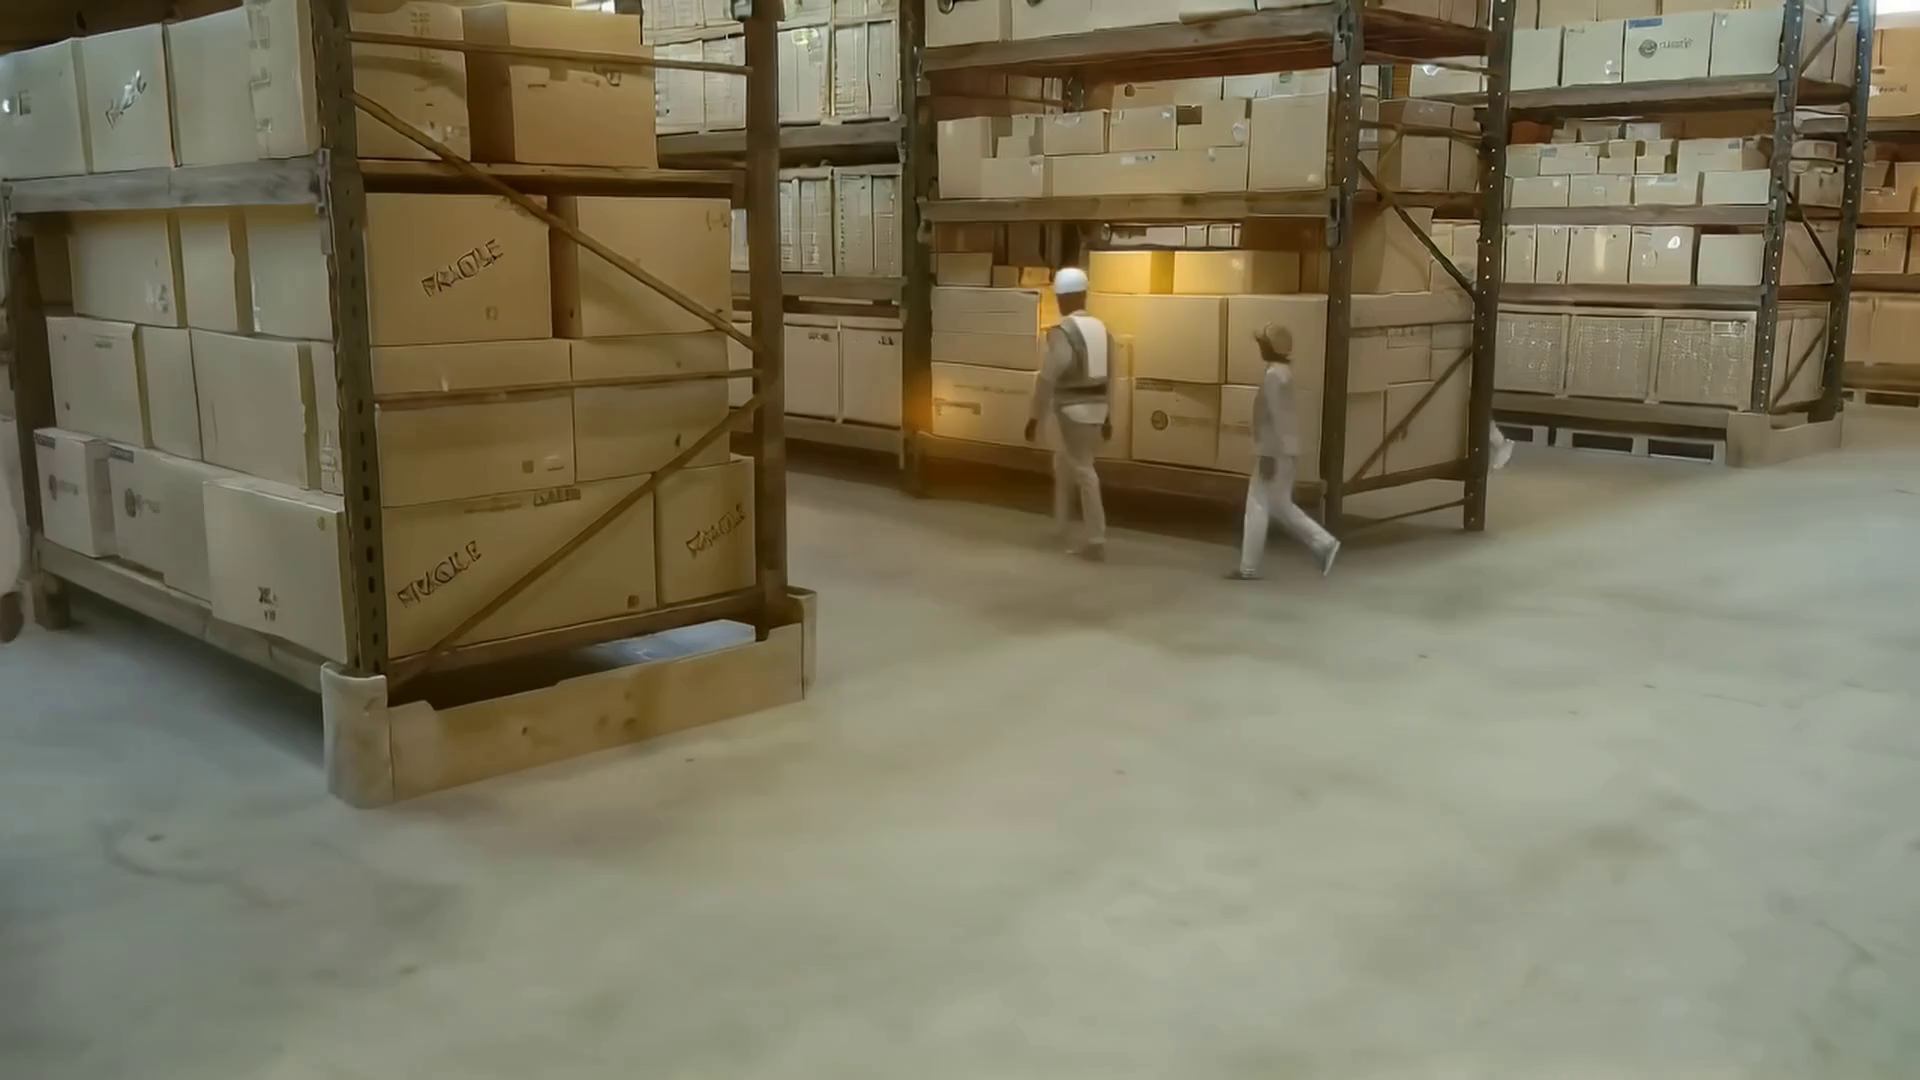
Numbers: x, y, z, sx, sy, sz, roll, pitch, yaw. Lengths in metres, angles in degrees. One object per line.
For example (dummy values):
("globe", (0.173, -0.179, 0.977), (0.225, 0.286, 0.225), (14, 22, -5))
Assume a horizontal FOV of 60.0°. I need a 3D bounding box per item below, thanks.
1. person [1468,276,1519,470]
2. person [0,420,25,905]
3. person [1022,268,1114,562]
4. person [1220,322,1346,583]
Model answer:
("person", (4.633, -1.497, 14.988), (0.811, 1.801, 0.610), (3, 11, 14))
("person", (-3.349, 0.194, 5.250), (0.674, 1.974, 0.643), (2, 11, 13))
("person", (0.677, -0.817, 10.959), (0.816, 1.911, 0.604), (7, 12, 32))
("person", (2.002, -0.525, 10.181), (0.695, 1.612, 0.547), (4, 11, 19))
